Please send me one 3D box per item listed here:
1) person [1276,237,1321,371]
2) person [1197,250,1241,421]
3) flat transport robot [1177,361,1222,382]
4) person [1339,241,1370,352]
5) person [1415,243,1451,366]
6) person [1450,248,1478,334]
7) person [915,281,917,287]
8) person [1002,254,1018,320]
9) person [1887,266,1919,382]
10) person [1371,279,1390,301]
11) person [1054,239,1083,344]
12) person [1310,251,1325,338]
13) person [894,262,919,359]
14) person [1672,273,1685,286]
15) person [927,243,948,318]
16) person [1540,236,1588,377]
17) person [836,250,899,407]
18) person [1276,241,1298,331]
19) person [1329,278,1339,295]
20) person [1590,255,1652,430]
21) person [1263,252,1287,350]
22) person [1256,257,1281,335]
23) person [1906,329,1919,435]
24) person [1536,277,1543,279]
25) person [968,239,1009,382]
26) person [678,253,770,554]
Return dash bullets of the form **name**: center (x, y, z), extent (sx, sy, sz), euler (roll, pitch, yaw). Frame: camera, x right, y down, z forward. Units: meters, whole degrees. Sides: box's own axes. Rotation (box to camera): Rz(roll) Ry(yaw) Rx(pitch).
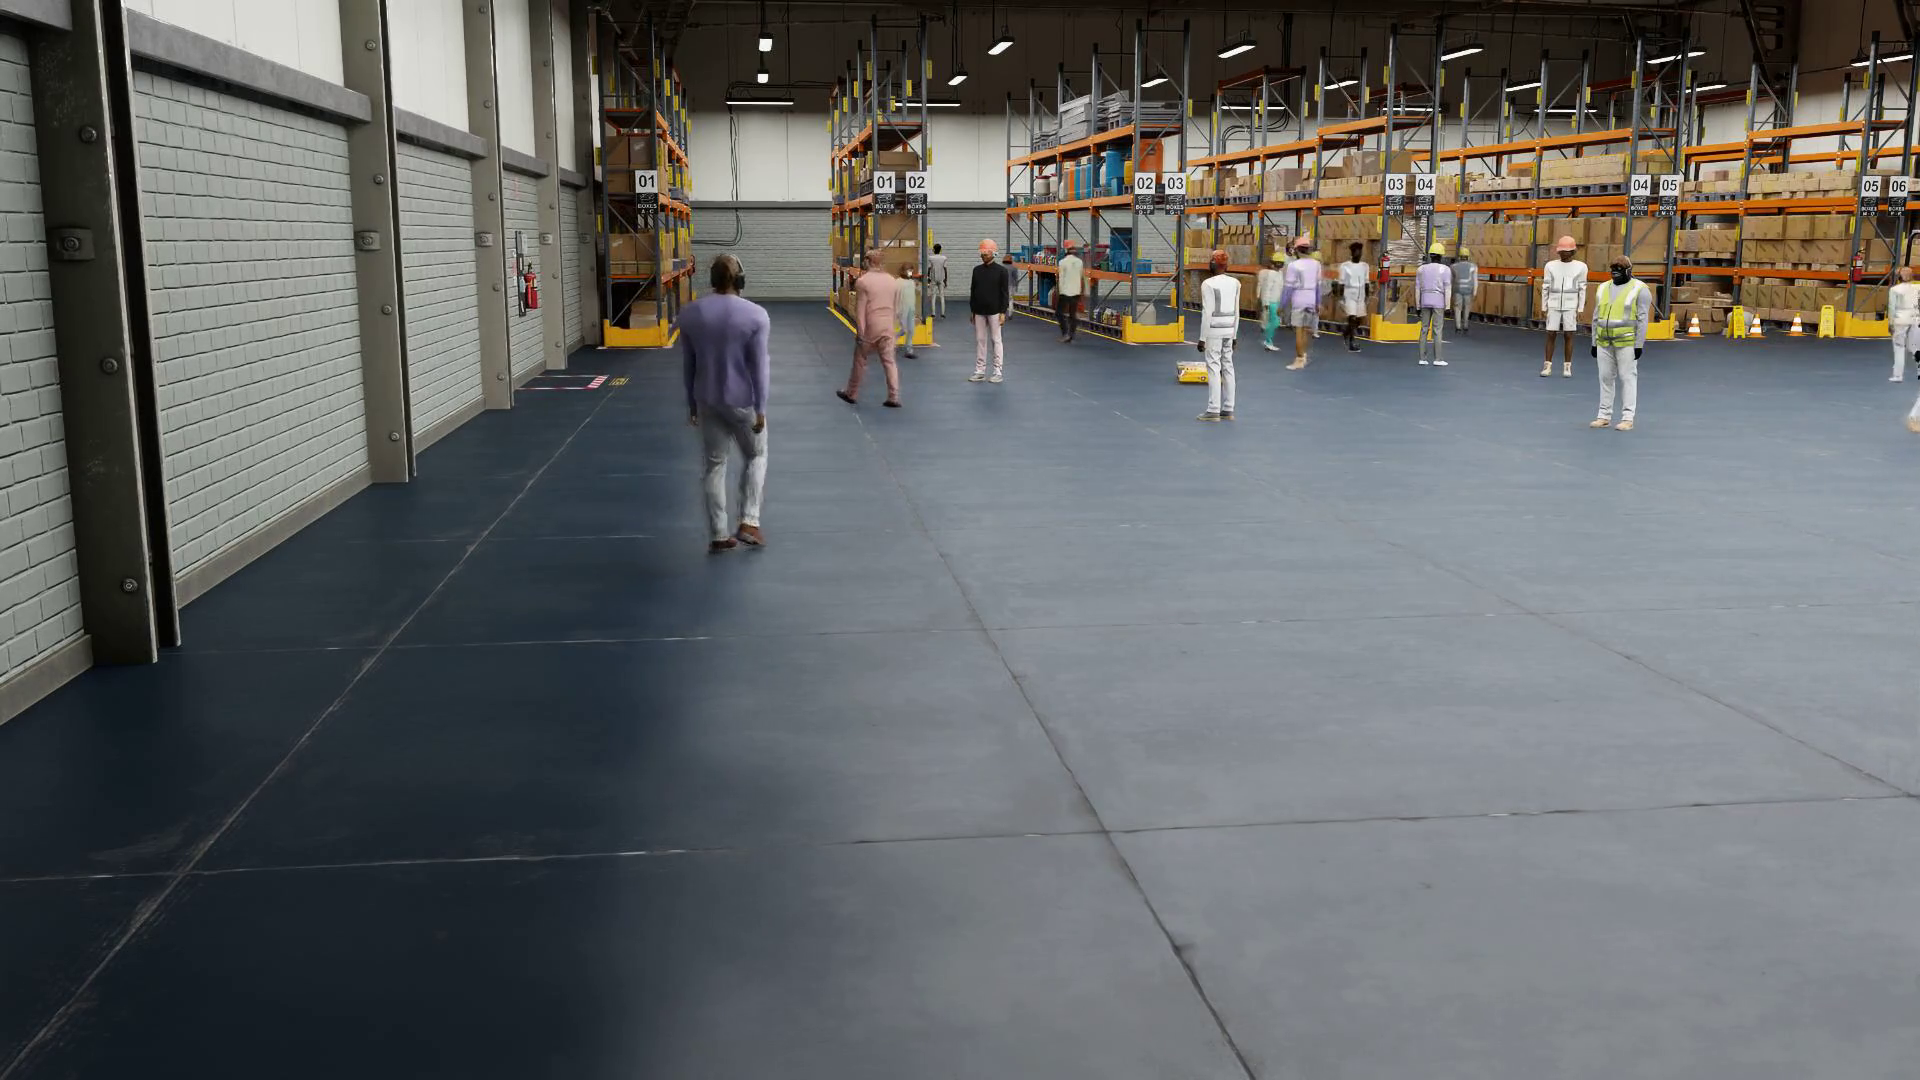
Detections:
- **person**: center (5.162, -3.594, 25.346), extent (0.661, 2.024, 0.537), euler (-6, 12, -31)
- **person**: center (2.853, -2.253, 18.371), extent (0.585, 1.882, 0.337), euler (-8, 13, -39)
- **flat transport robot**: center (3.418, -2.392, 23.562), extent (0.652, 0.197, 1.431), euler (1, 10, 6)
- **person**: center (6.941, -4.298, 29.409), extent (0.609, 1.946, 0.669), euler (-4, 11, -19)
- **person**: center (7.470, -3.710, 26.241), extent (0.586, 1.928, 0.369), euler (9, 14, 40)
- **person**: center (10.556, -5.225, 34.953), extent (0.607, 1.785, 0.951), euler (3, 11, 18)
- **person**: center (-1.363, -6.766, 43.090), extent (0.554, 1.906, 0.917), euler (-3, 11, -14)
- **person**: center (1.155, -6.192, 40.705), extent (0.510, 1.617, 0.631), euler (-1, 10, -3)
- **person**: center (13.184, -2.993, 23.130), extent (0.533, 1.616, 0.480), euler (-1, 10, -7)
- **person**: center (10.433, -6.405, 41.300), extent (0.514, 1.829, 0.939), euler (1, 10, 3)
- **person**: center (2.063, -4.702, 31.535), extent (0.628, 1.979, 0.441), euler (-7, 12, -34)
- **person**: center (7.101, -4.970, 33.636), extent (0.524, 1.746, 0.575), euler (-3, 11, -15)
- **person**: center (-0.935, -3.820, 27.701), extent (0.489, 1.617, 0.501), euler (7, 13, 36)
- **person**: center (18.522, -6.806, 43.235), extent (0.587, 1.920, 0.391), euler (3, 11, 15)
- **person**: center (-0.569, -6.463, 41.477), extent (0.532, 1.876, 0.319), euler (-1, 10, -8)
- **person**: center (8.717, -3.364, 24.055), extent (0.605, 2.034, 0.390), euler (5, 11, 26)
- **person**: center (-1.071, -2.532, 19.978), extent (0.674, 1.855, 0.988), euler (-8, 13, -38)
- **person**: center (7.089, -5.491, 36.013), extent (0.624, 1.934, 0.364), euler (-8, 13, -36)
- **person**: center (11.363, -8.088, 50.376), extent (0.620, 1.894, 0.555), euler (-8, 13, -36)
- **person**: center (6.937, -2.075, 17.553), extent (0.430, 1.836, 0.628), euler (-8, 13, -36)
- **person**: center (5.624, -4.248, 29.691), extent (0.416, 1.753, 0.539), euler (6, 12, 30)
- **person**: center (6.350, -4.987, 34.073), extent (0.521, 1.613, 0.486), euler (-4, 11, -22)
- **person**: center (10.023, -1.933, 16.820), extent (0.651, 1.815, 0.440), euler (-3, 11, -15)
- **person**: center (18.945, -8.740, 54.014), extent (0.632, 1.861, 0.983), euler (-3, 11, -14)
- **person**: center (0.391, -3.200, 23.276), extent (0.609, 1.991, 0.384), euler (7, 12, 33)
- **person**: center (-1.488, -0.870, 10.707), extent (0.633, 1.921, 0.530), euler (2, 11, 12)
